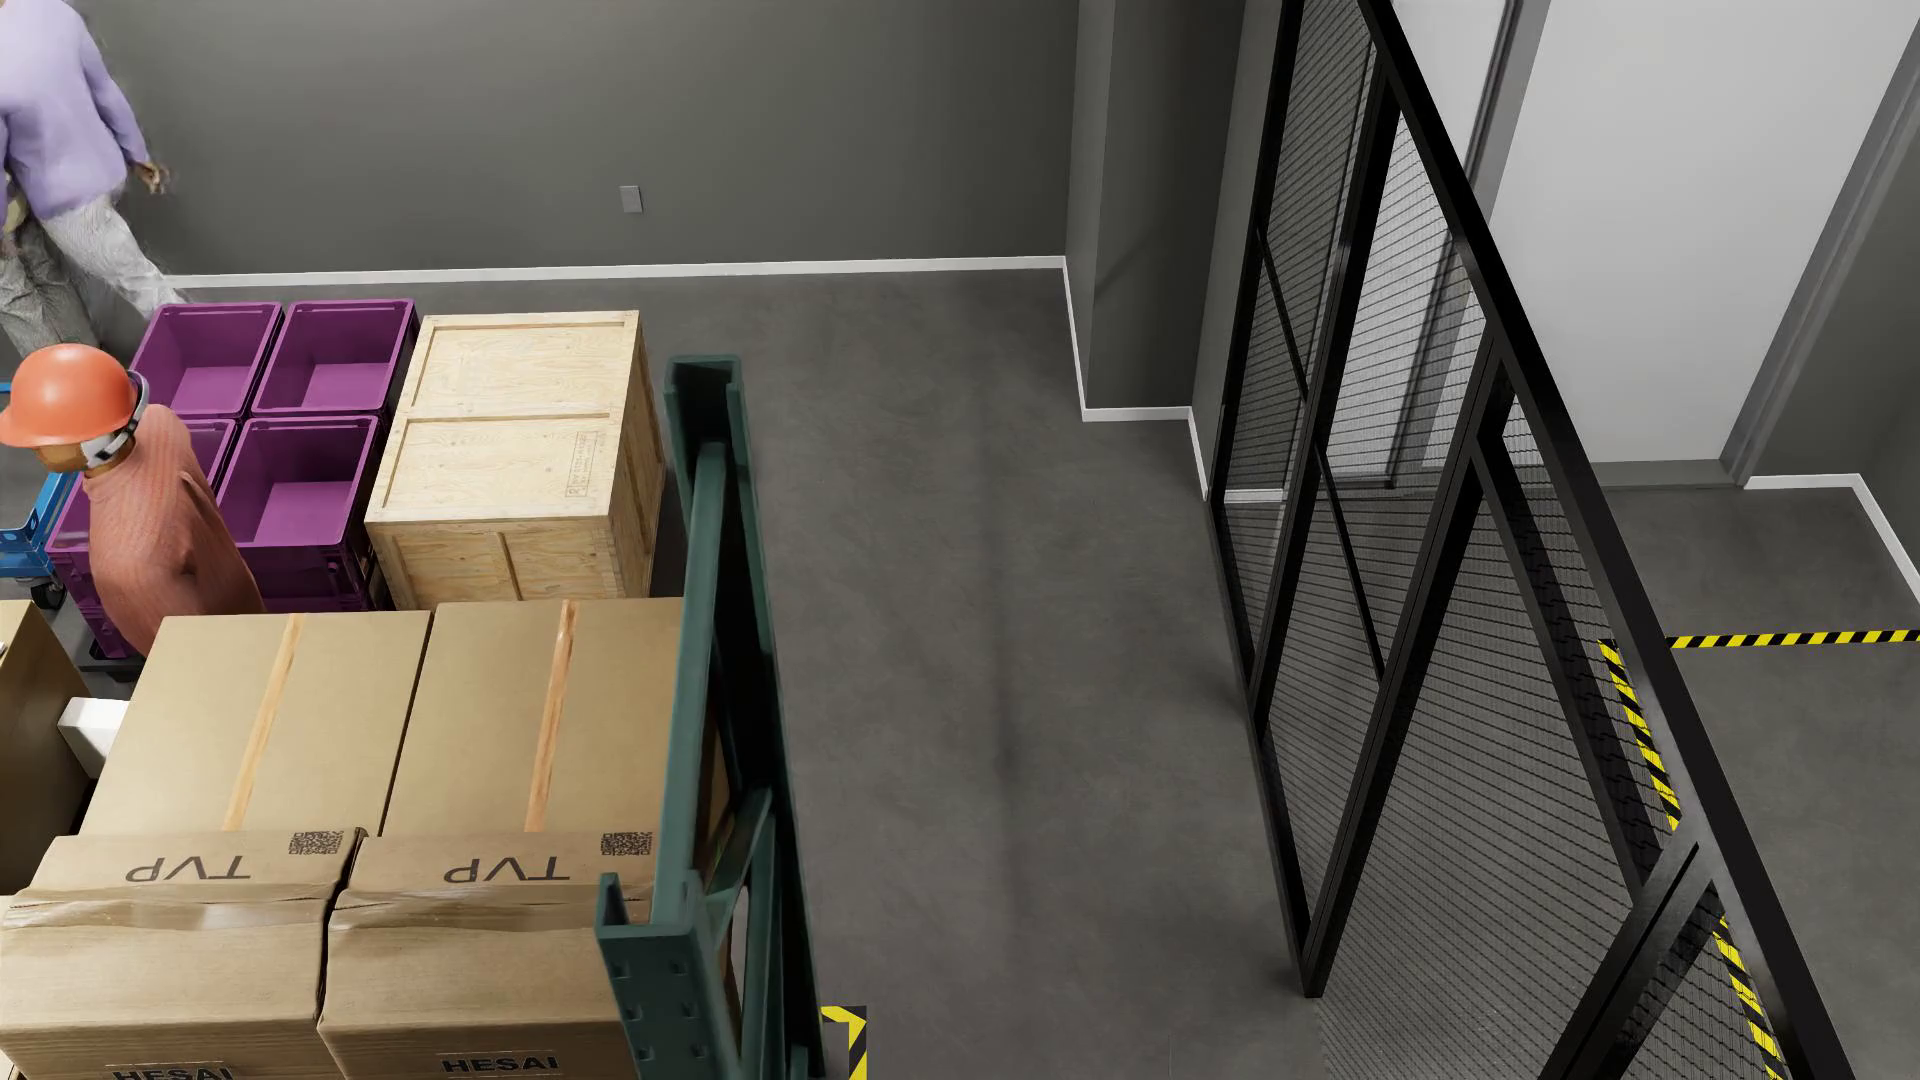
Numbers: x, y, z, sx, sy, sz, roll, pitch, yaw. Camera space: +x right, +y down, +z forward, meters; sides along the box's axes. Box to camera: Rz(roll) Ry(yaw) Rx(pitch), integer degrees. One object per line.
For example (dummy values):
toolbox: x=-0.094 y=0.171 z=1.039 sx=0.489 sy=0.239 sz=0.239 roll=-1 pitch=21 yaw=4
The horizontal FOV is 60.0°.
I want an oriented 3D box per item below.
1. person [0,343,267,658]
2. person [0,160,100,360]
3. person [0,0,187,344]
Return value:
person: x=-2.040 y=0.258 z=4.470 sx=0.369 sy=1.997 sz=0.610 roll=-12 pitch=47 yaw=-11
person: x=-3.537 y=-1.192 z=5.966 sx=0.404 sy=1.833 sz=0.588 roll=0 pitch=46 yaw=0
person: x=-3.313 y=-1.278 z=6.013 sx=1.018 sy=1.881 sz=0.644 roll=4 pitch=46 yaw=4
